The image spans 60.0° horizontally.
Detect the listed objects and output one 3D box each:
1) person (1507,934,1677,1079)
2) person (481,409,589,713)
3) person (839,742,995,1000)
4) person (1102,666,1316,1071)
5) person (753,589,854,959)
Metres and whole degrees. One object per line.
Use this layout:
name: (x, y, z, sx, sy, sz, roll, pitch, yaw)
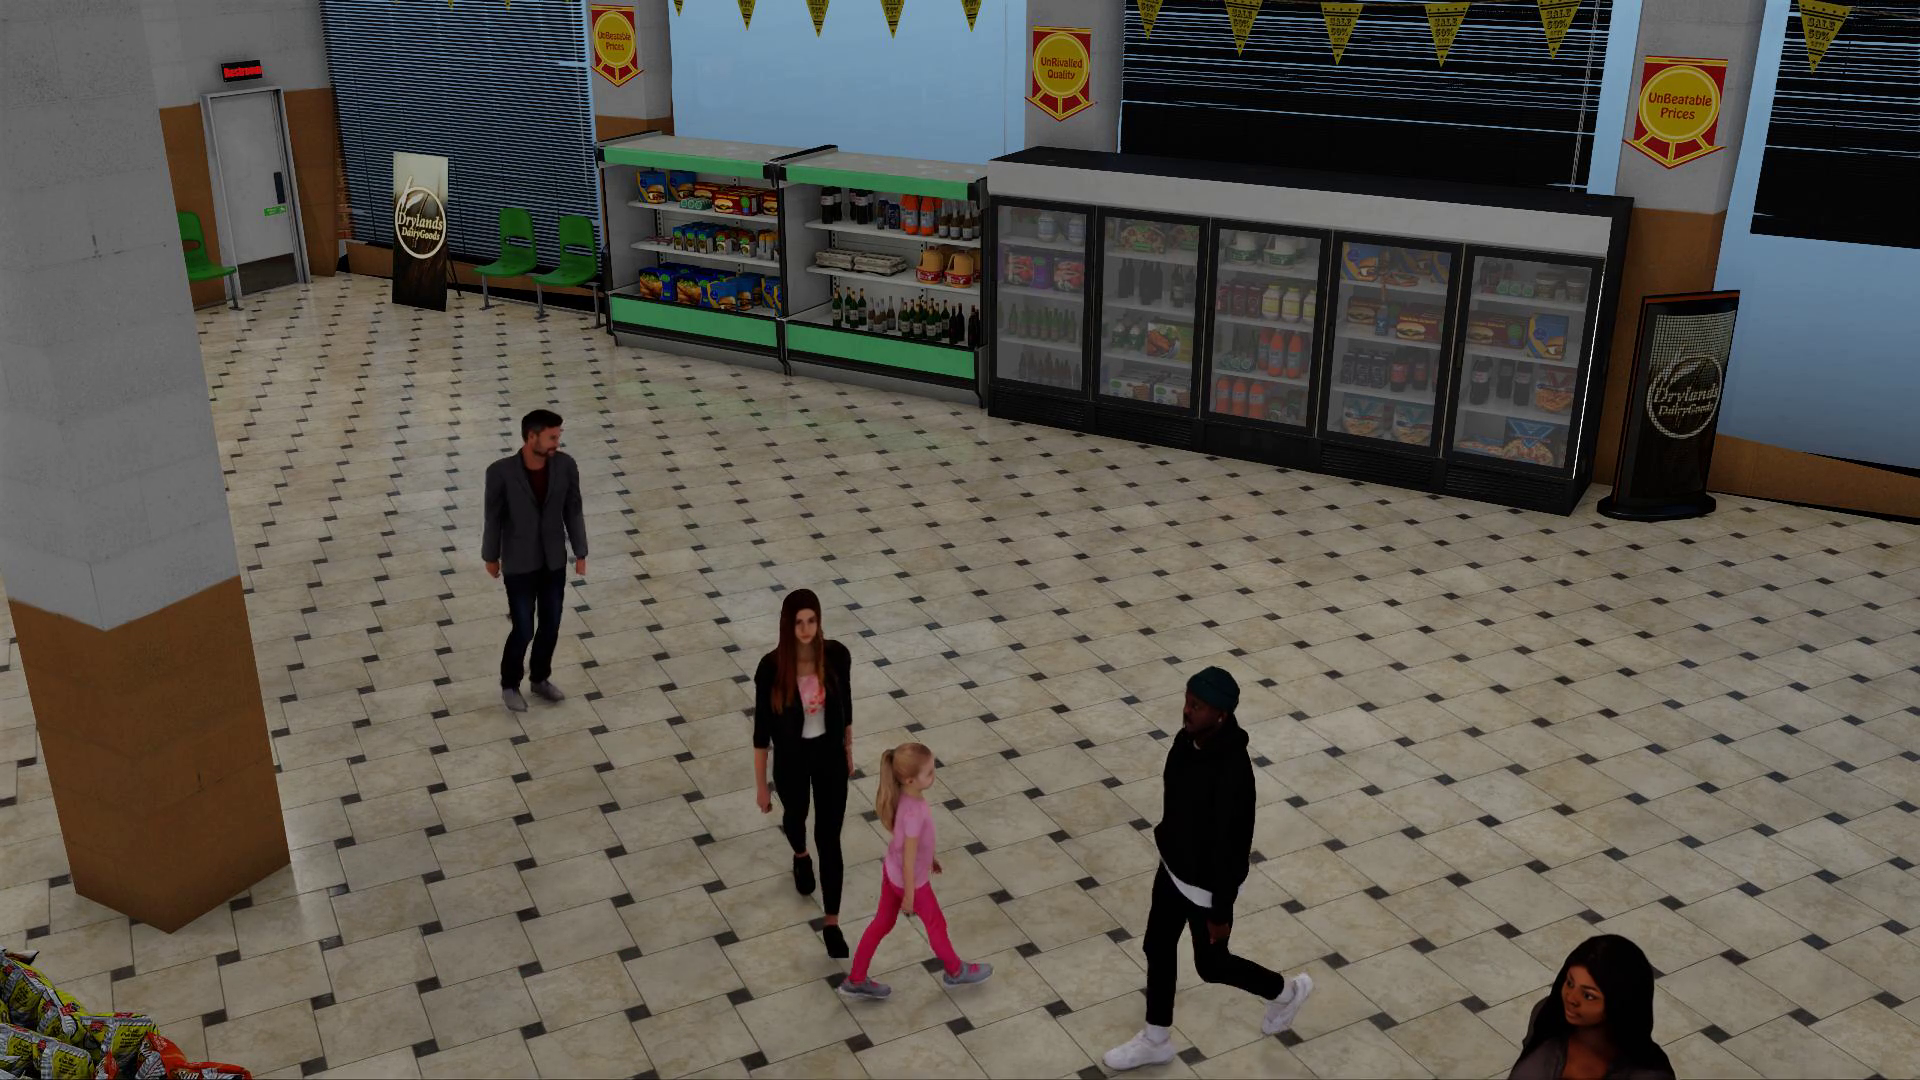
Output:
person: (1.819, 1.959, 4.966, 0.801, 1.841, 0.688, -14, 26, -31)
person: (-2.492, 0.120, 9.563, 0.833, 1.827, 0.836, -10, 24, -23)
person: (-0.285, 1.434, 7.076, 0.926, 1.242, 0.864, -5, 23, -13)
person: (1.041, 1.323, 6.609, 1.174, 1.796, 1.162, -8, 23, -19)
person: (-0.716, 0.986, 7.629, 1.131, 1.661, 1.179, -5, 22, -12)
